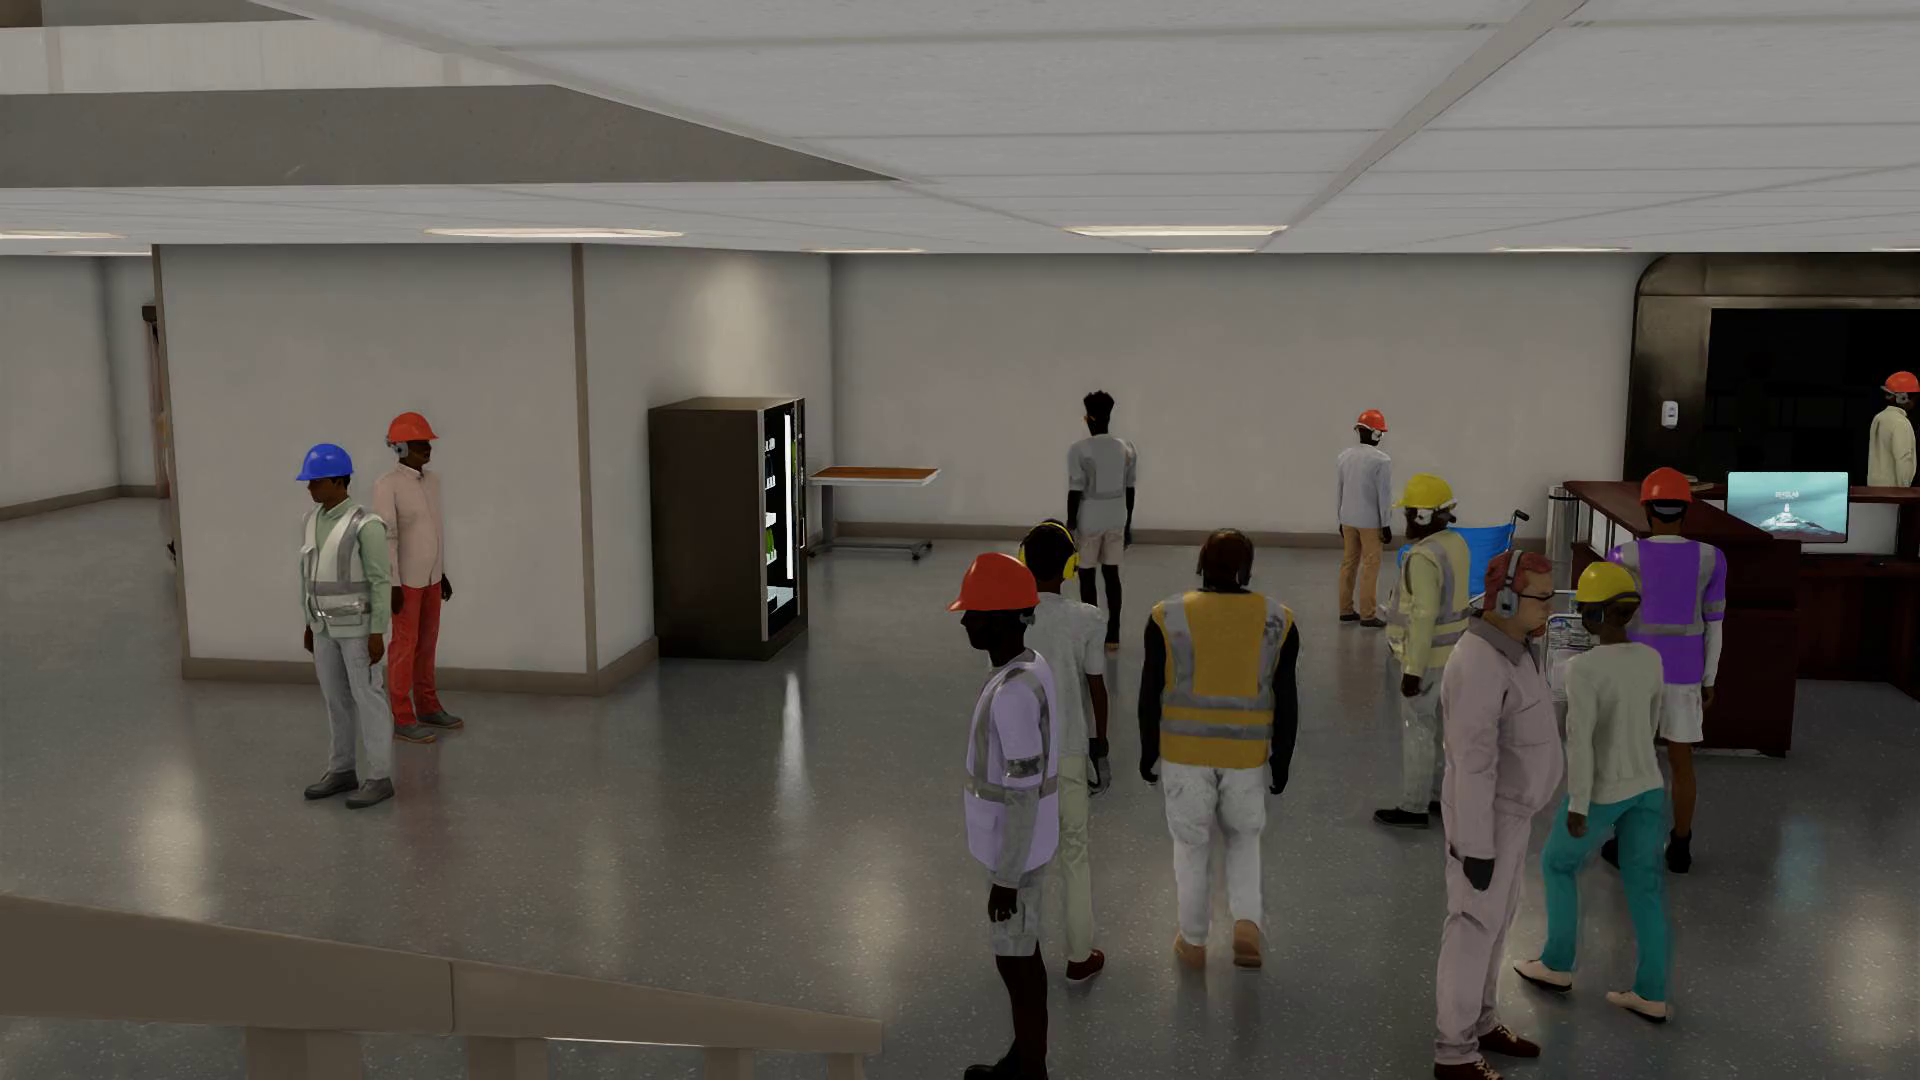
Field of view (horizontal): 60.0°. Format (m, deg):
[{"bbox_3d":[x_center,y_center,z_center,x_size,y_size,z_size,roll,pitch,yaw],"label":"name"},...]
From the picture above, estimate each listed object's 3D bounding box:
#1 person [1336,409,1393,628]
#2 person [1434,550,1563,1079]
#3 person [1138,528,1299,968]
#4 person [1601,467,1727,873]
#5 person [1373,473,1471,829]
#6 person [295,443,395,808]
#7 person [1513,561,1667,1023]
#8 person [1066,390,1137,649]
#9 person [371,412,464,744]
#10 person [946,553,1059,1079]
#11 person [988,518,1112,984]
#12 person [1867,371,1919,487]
[{"bbox_3d":[3.254,-0.172,13.317,0.353,1.743,0.564,-5,11,-30],"label":"person"},{"bbox_3d":[1.883,0.970,5.807,0.398,1.899,0.650,5,10,27],"label":"person"},{"bbox_3d":[1.035,0.865,6.699,0.632,1.819,0.513,0,9,-1],"label":"person"},{"bbox_3d":[3.299,0.618,7.876,0.543,1.928,0.372,2,9,11],"label":"person"},{"bbox_3d":[2.383,0.567,8.510,0.403,1.829,0.594,6,11,33],"label":"person"},{"bbox_3d":[-3.283,0.451,8.846,0.612,1.946,0.405,6,11,31],"label":"person"},{"bbox_3d":[2.464,0.949,6.422,0.560,1.730,0.728,-5,10,-28],"label":"person"},{"bbox_3d":[1.022,-0.140,12.466,0.654,1.964,0.420,-5,10,-28],"label":"person"},{"bbox_3d":[-3.308,0.220,10.122,0.375,1.997,0.611,2,9,13],"label":"person"},{"bbox_3d":[0.140,0.999,5.500,0.374,1.935,0.552,1,9,4],"label":"person"},{"bbox_3d":[0.352,0.845,6.650,0.518,1.874,0.330,2,9,12],"label":"person"},{"bbox_3d":[7.962,-0.441,14.201,0.389,1.992,0.620,1,9,6],"label":"person"}]
